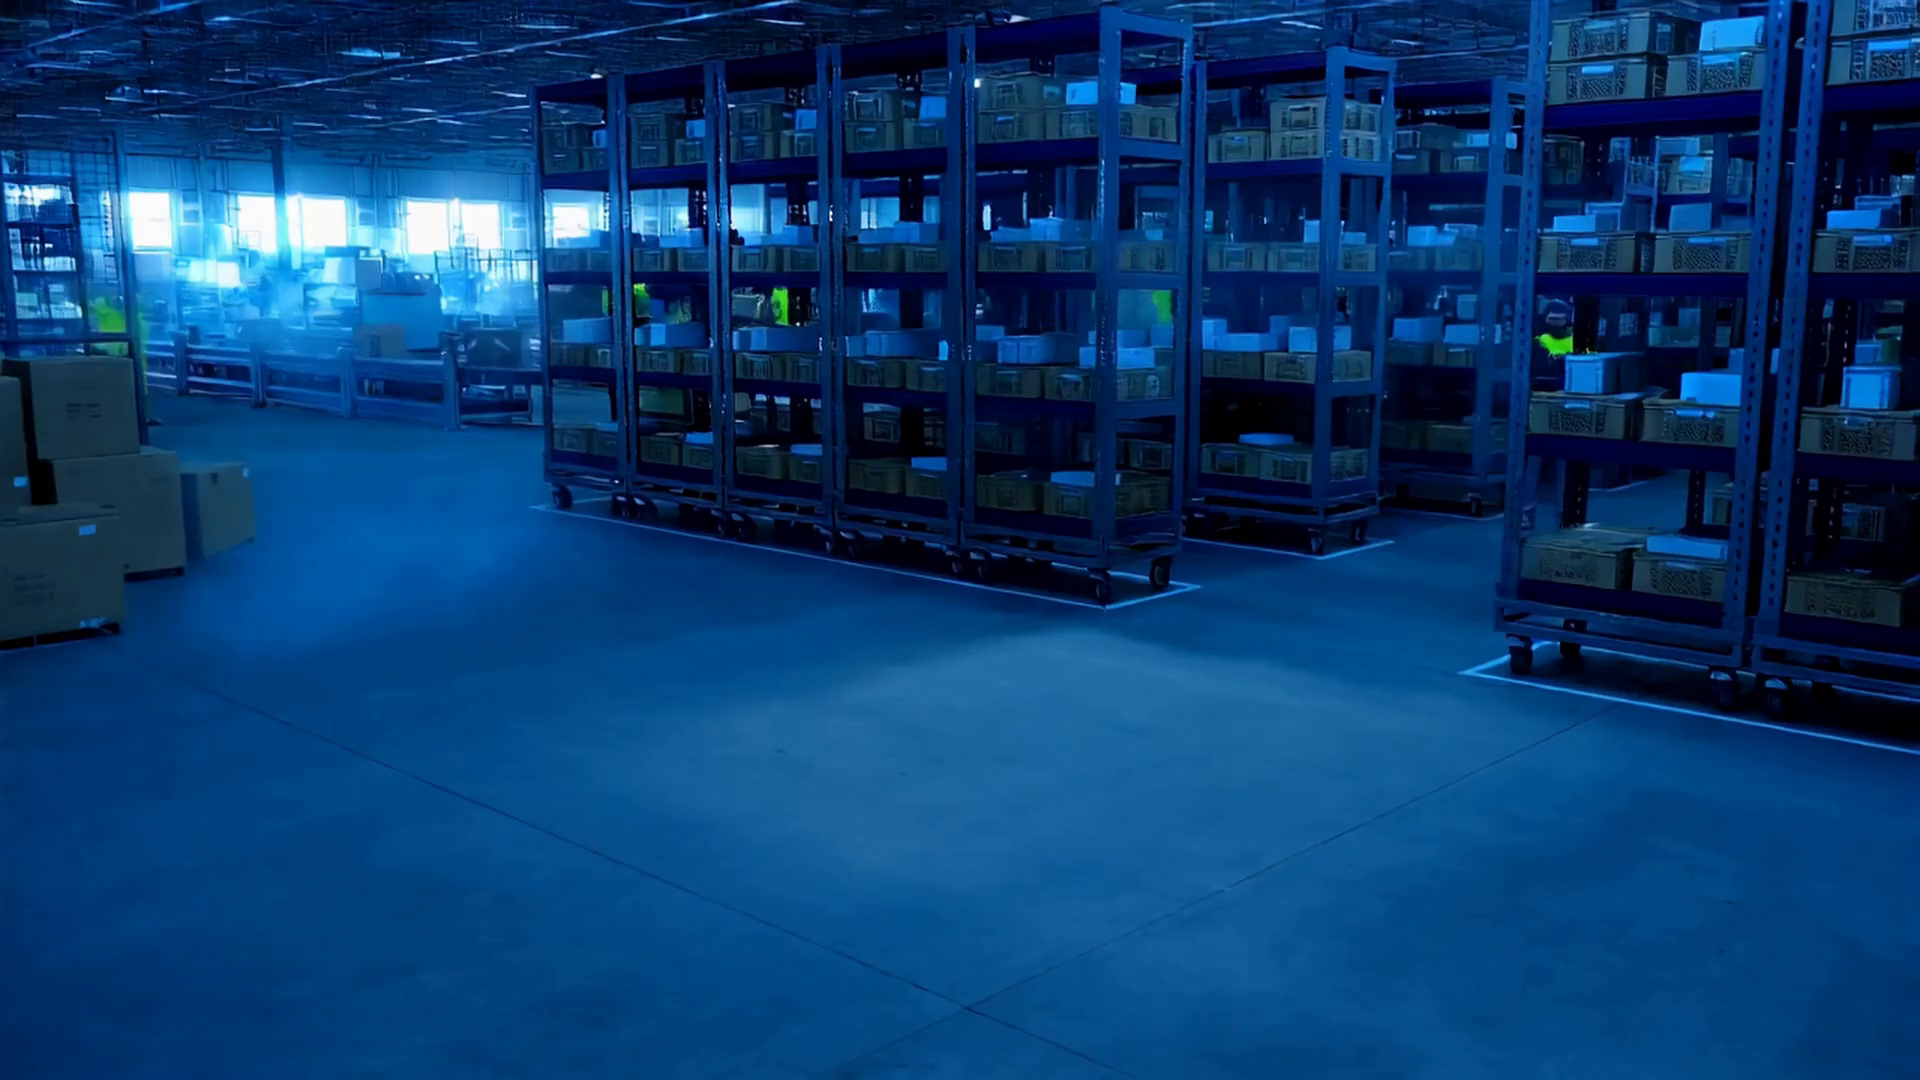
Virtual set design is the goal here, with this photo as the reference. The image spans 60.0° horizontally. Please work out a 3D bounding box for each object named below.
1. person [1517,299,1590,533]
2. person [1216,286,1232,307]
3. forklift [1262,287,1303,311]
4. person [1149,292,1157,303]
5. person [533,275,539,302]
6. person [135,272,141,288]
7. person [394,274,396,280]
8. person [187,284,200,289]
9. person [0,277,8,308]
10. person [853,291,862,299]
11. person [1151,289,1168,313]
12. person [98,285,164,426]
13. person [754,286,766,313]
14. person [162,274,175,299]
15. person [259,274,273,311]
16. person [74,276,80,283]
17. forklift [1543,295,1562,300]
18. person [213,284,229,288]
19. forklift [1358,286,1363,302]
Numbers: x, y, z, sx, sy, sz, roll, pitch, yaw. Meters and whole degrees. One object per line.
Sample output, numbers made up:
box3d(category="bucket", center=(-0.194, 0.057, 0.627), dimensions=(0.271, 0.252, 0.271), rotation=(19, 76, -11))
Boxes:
box3d(category="person", center=(4.654, -0.963, 13.041), dimensions=(0.563, 1.838, 0.390), rotation=(4, 10, 22))
box3d(category="person", center=(4.279, -3.220, 26.592), dimensions=(0.624, 1.941, 0.414), rotation=(3, 10, 19))
box3d(category="forklift", center=(10.769, -8.203, 54.240), dimensions=(1.129, 2.768, 1.873), rotation=(8, 12, 42))
box3d(category="person", center=(5.727, -6.858, 49.612), dimensions=(0.319, 1.697, 0.532), rotation=(-1, 9, -8))
box3d(category="person", center=(-17.256, -9.968, 68.246), dimensions=(0.548, 1.830, 0.928), rotation=(-2, 10, -14))
box3d(category="person", center=(-40.212, -12.115, 81.191), dimensions=(0.439, 1.907, 0.608), rotation=(-1, 9, -6))
box3d(category="person", center=(-28.072, -12.287, 82.530), dimensions=(0.777, 1.811, 0.656), rotation=(6, 11, 32))
box3d(category="person", center=(-37.002, -11.953, 80.258), dimensions=(0.555, 1.885, 0.985), rotation=(0, 9, -1))
box3d(category="person", center=(-35.243, -8.788, 61.136), dimensions=(0.556, 1.806, 0.989), rotation=(-3, 10, -16))
box3d(category="person", center=(-4.132, -9.862, 68.083), dimensions=(0.546, 1.685, 0.323), rotation=(-4, 10, -25))
box3d(category="person", center=(4.285, -4.601, 35.581), dimensions=(0.554, 1.747, 0.481), rotation=(6, 11, 31))
box3d(category="person", center=(-11.070, -2.421, 21.890), dimensions=(0.950, 1.872, 0.653), rotation=(2, 9, 10))
box3d(category="person", center=(-5.971, -6.869, 49.920), dimensions=(0.529, 1.616, 0.461), rotation=(-6, 11, -33))
box3d(category="person", center=(-27.006, -8.115, 56.770), dimensions=(0.611, 1.890, 0.828), rotation=(5, 11, 30))
box3d(category="person", center=(-22.463, -7.625, 53.690), dimensions=(0.846, 1.901, 0.674), rotation=(4, 10, 22))
box3d(category="person", center=(-45.100, -12.830, 85.315), dimensions=(0.379, 1.996, 0.610), rotation=(4, 10, 25))
box3d(category="forklift", center=(16.196, -6.716, 45.123), dimensions=(1.873, 2.768, 1.129), rotation=(9, 13, 43))
box3d(category="person", center=(-26.517, -8.636, 59.777), dimensions=(0.552, 1.935, 0.370), rotation=(-3, 10, -16))
box3d(category="forklift", center=(11.100, -7.017, 46.970), dimensions=(1.873, 2.768, 1.129), rotation=(9, 13, 43))
